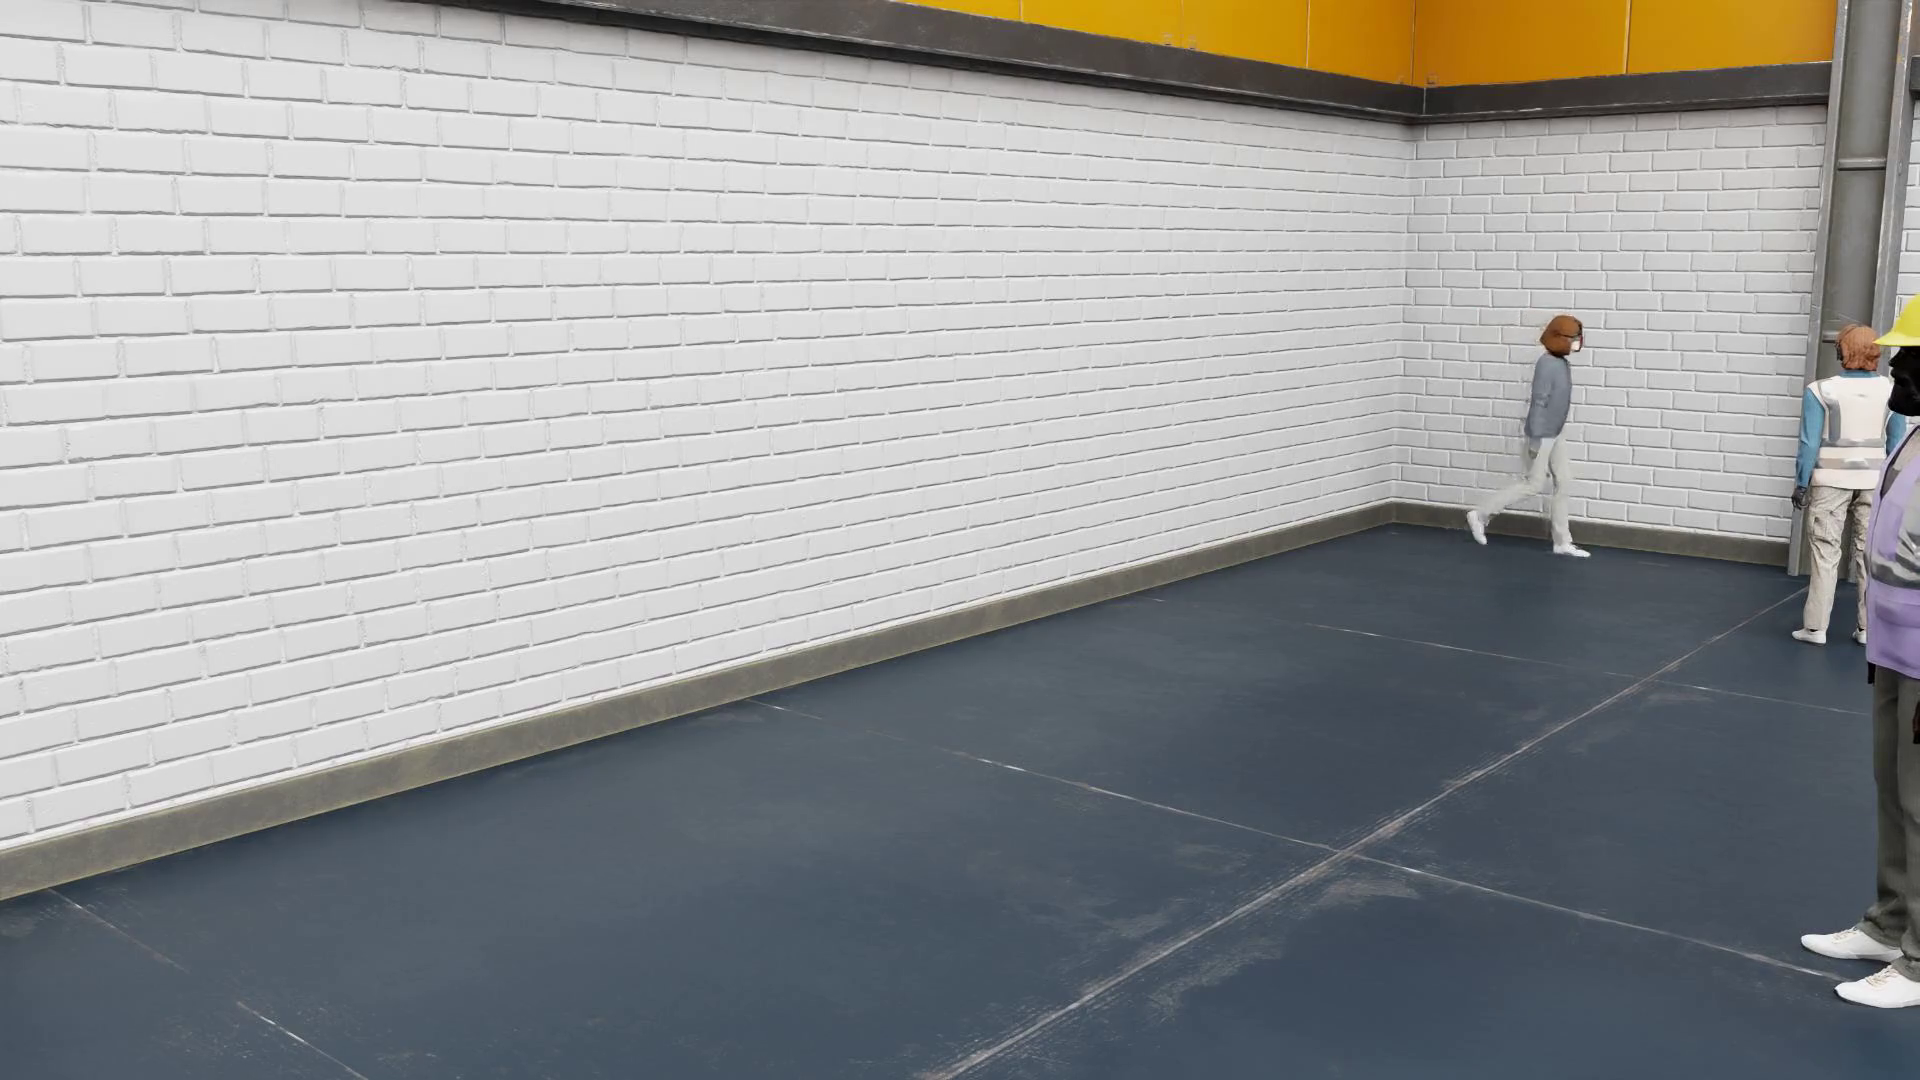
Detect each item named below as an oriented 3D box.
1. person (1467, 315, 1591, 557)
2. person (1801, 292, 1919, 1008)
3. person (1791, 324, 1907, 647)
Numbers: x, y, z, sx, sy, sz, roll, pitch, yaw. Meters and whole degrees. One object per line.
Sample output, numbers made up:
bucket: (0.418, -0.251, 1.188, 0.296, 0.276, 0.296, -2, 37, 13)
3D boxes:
person: (3.800, -0.692, 10.981, 0.705, 1.599, 0.537, 7, 12, 37)
person: (2.562, 0.290, 4.446, 0.362, 1.930, 0.588, 2, 10, 14)
person: (4.496, -0.265, 8.428, 0.514, 1.642, 0.310, 1, 10, 6)
